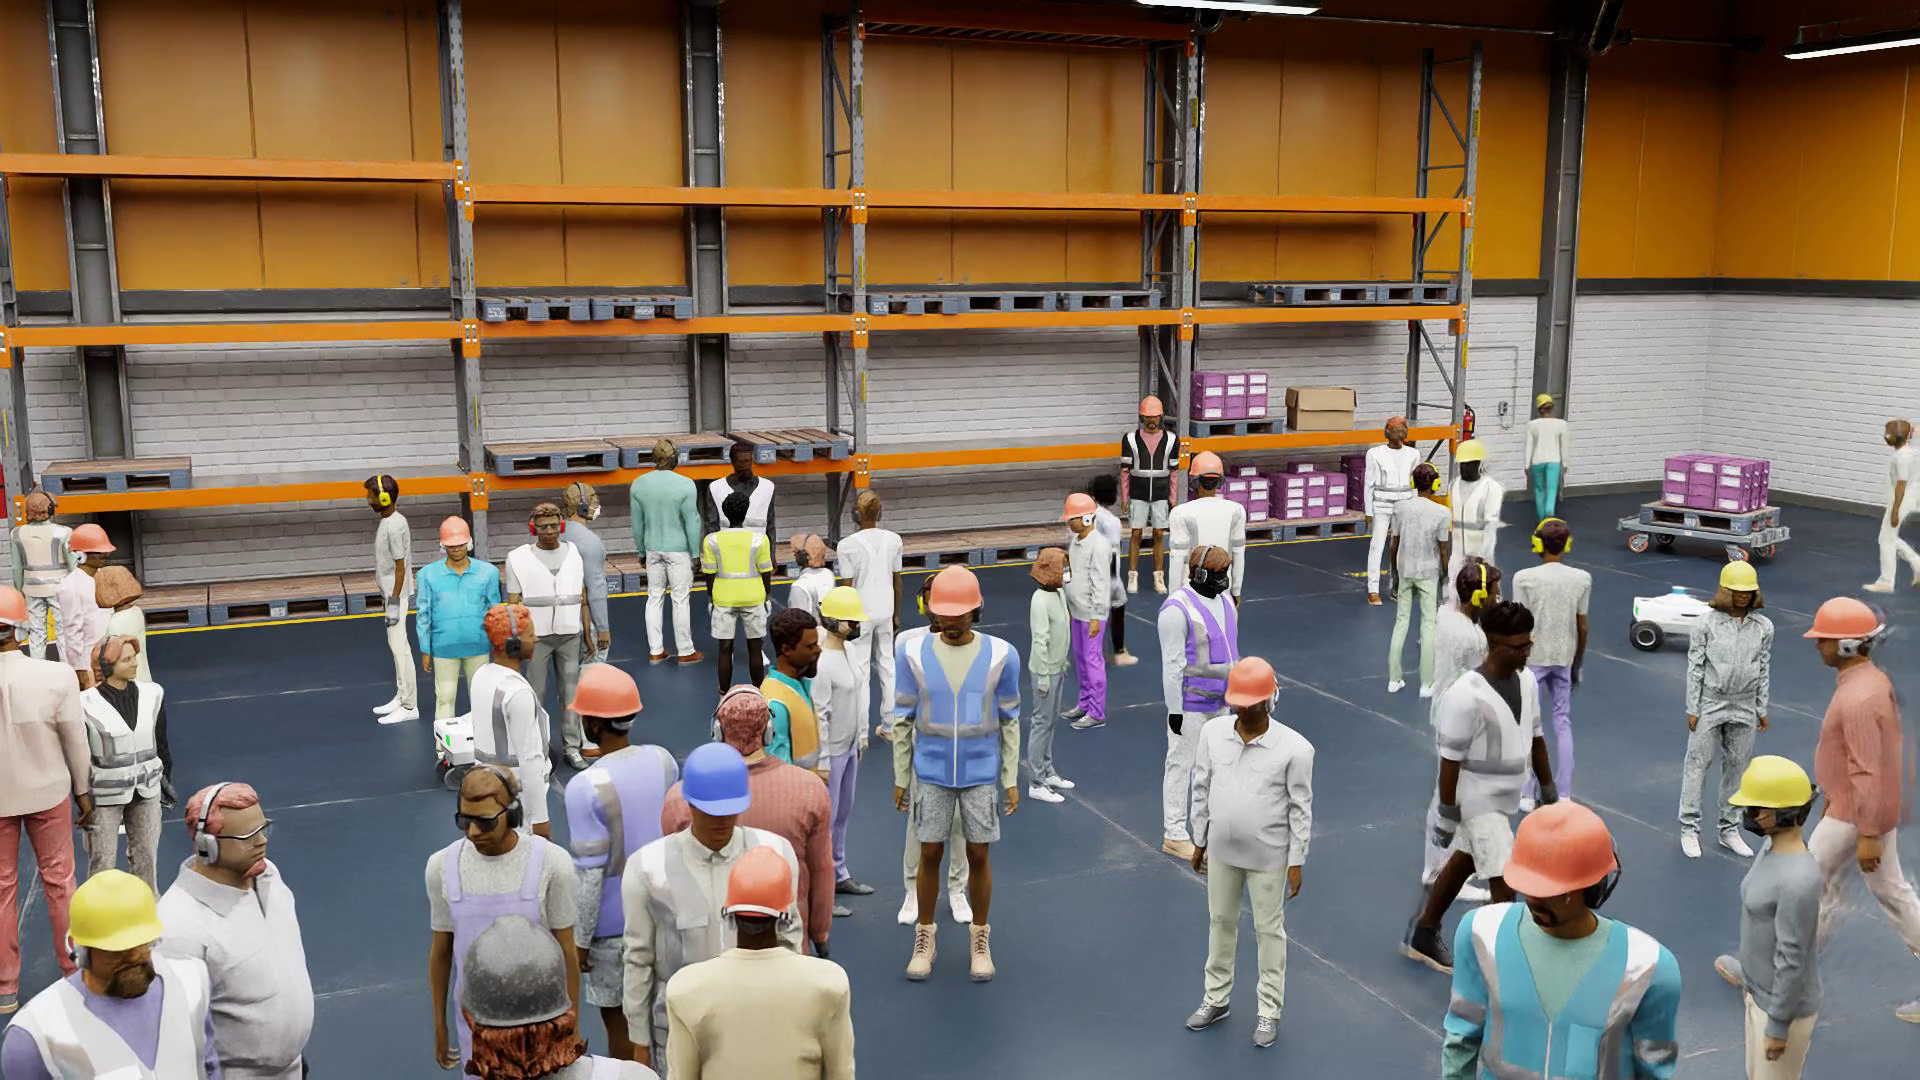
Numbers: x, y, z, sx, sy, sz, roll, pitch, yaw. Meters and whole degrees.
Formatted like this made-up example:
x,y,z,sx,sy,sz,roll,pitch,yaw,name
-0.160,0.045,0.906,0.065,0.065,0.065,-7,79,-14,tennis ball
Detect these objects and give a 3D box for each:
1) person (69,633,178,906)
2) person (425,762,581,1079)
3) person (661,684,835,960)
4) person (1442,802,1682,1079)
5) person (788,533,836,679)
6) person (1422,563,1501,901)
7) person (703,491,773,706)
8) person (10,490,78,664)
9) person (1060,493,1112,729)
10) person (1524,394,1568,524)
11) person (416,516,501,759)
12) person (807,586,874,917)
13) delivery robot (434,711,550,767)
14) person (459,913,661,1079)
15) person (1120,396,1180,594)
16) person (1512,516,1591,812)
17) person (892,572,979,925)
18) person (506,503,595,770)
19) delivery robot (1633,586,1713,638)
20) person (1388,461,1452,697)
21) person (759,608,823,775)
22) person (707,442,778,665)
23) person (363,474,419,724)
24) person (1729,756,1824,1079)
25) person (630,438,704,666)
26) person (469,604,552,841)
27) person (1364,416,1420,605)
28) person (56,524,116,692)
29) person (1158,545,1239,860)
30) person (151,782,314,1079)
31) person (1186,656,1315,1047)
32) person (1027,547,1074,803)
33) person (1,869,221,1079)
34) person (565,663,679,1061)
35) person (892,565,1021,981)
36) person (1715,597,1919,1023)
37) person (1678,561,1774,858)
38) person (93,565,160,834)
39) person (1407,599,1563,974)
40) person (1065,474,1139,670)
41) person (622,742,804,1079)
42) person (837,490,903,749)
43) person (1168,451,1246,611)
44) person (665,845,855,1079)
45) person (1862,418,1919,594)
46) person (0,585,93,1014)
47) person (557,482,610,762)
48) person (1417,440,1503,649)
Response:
x,y,z,sx,sy,sz,roll,pitch,yaw,name
-4.143,1.270,8.240,0.312,1.644,0.512,6,12,33,person
-1.540,1.628,5.644,0.519,1.834,0.354,0,10,1,person
-0.793,1.480,6.274,0.643,1.909,0.410,-2,10,-14,person
1.636,1.700,4.631,0.614,2.035,0.391,6,11,29,person
-0.988,0.762,11.170,0.313,1.642,0.513,4,11,21,person
2.722,1.033,9.005,0.337,1.858,0.524,-2,10,-9,person
-1.685,0.472,12.686,0.533,1.697,0.318,0,10,-2,person
-7.166,0.430,13.091,0.523,1.640,0.306,-1,10,-3,person
0.914,0.514,12.332,0.352,1.737,0.569,-3,10,-18,person
7.384,-0.981,20.982,0.524,1.717,0.800,3,10,19,person
-3.352,0.705,11.178,0.565,1.751,0.330,-4,11,-23,person
-0.635,1.110,8.837,0.331,1.760,0.527,3,10,16,person
-3.110,1.280,11.047,0.707,0.478,0.477,-6,11,-30,delivery robot
-1.008,1.833,3.854,0.683,2.000,0.538,-7,12,-36,person
1.943,-0.456,17.033,0.608,2.044,0.370,0,10,0,person
3.653,0.780,10.448,0.549,1.861,0.322,0,10,-2,person
-0.093,1.087,8.676,0.520,1.862,0.335,0,10,0,person
-2.755,0.658,11.192,0.571,1.840,0.373,-6,11,-30,person
6.318,0.653,14.659,0.707,0.478,0.477,4,11,22,delivery robot
3.639,0.308,13.175,0.502,1.861,0.334,8,12,38,person
-0.797,1.246,7.588,0.389,1.918,0.590,0,10,1,person
-1.842,0.121,14.071,0.599,1.917,0.374,-3,10,-19,person
-4.253,0.436,12.430,0.328,1.860,0.513,-4,11,-23,person
2.862,1.621,5.900,0.345,1.758,0.532,3,10,17,person
-2.472,0.106,14.093,0.627,1.941,0.371,3,10,18,person
-2.083,1.225,7.811,0.356,1.883,0.574,-8,13,-38,person
4.289,-0.289,16.530,0.575,1.884,0.355,-2,10,-11,person
-5.638,0.757,10.880,0.343,1.749,0.573,-1,10,-5,person
1.406,0.930,9.665,0.429,1.837,0.623,9,14,43,person
-2.210,1.672,5.165,0.409,1.907,0.651,1,10,4,person
1.271,1.364,7.385,0.561,1.749,0.331,6,12,32,person
0.584,0.851,10.685,0.278,1.633,0.507,3,10,17,person
-2.315,1.795,4.668,0.403,1.832,0.593,7,12,33,person
-1.329,1.430,6.467,0.377,1.940,0.547,6,11,30,person
-0.018,1.120,7.959,0.615,2.038,0.395,0,10,2,person
4.154,1.237,7.619,1.032,1.948,0.649,7,12,37,person
4.447,0.979,9.631,0.484,1.744,0.295,0,10,-2,person
-5.053,0.959,10.091,0.284,1.626,0.491,-3,10,-15,person
2.531,1.212,7.800,0.629,1.915,0.994,-9,13,-43,person
1.117,0.273,13.912,0.801,1.667,0.528,-6,12,-33,person
-0.804,1.598,5.510,0.605,1.939,0.414,-4,10,-19,person
-0.646,0.558,11.762,0.508,1.846,0.345,-6,12,-31,person
1.802,0.359,12.339,0.615,2.042,0.375,-3,10,-18,person
-0.595,1.774,5.017,0.563,1.752,0.341,-1,10,-5,person
9.616,-0.330,16.944,0.534,1.824,0.551,6,12,33,person
-4.350,1.191,7.692,0.612,1.993,0.377,-6,11,-30,person
-2.601,0.559,11.491,0.372,1.940,0.631,-8,13,-39,person
4.446,0.066,14.499,0.974,1.875,0.598,-7,12,-35,person
